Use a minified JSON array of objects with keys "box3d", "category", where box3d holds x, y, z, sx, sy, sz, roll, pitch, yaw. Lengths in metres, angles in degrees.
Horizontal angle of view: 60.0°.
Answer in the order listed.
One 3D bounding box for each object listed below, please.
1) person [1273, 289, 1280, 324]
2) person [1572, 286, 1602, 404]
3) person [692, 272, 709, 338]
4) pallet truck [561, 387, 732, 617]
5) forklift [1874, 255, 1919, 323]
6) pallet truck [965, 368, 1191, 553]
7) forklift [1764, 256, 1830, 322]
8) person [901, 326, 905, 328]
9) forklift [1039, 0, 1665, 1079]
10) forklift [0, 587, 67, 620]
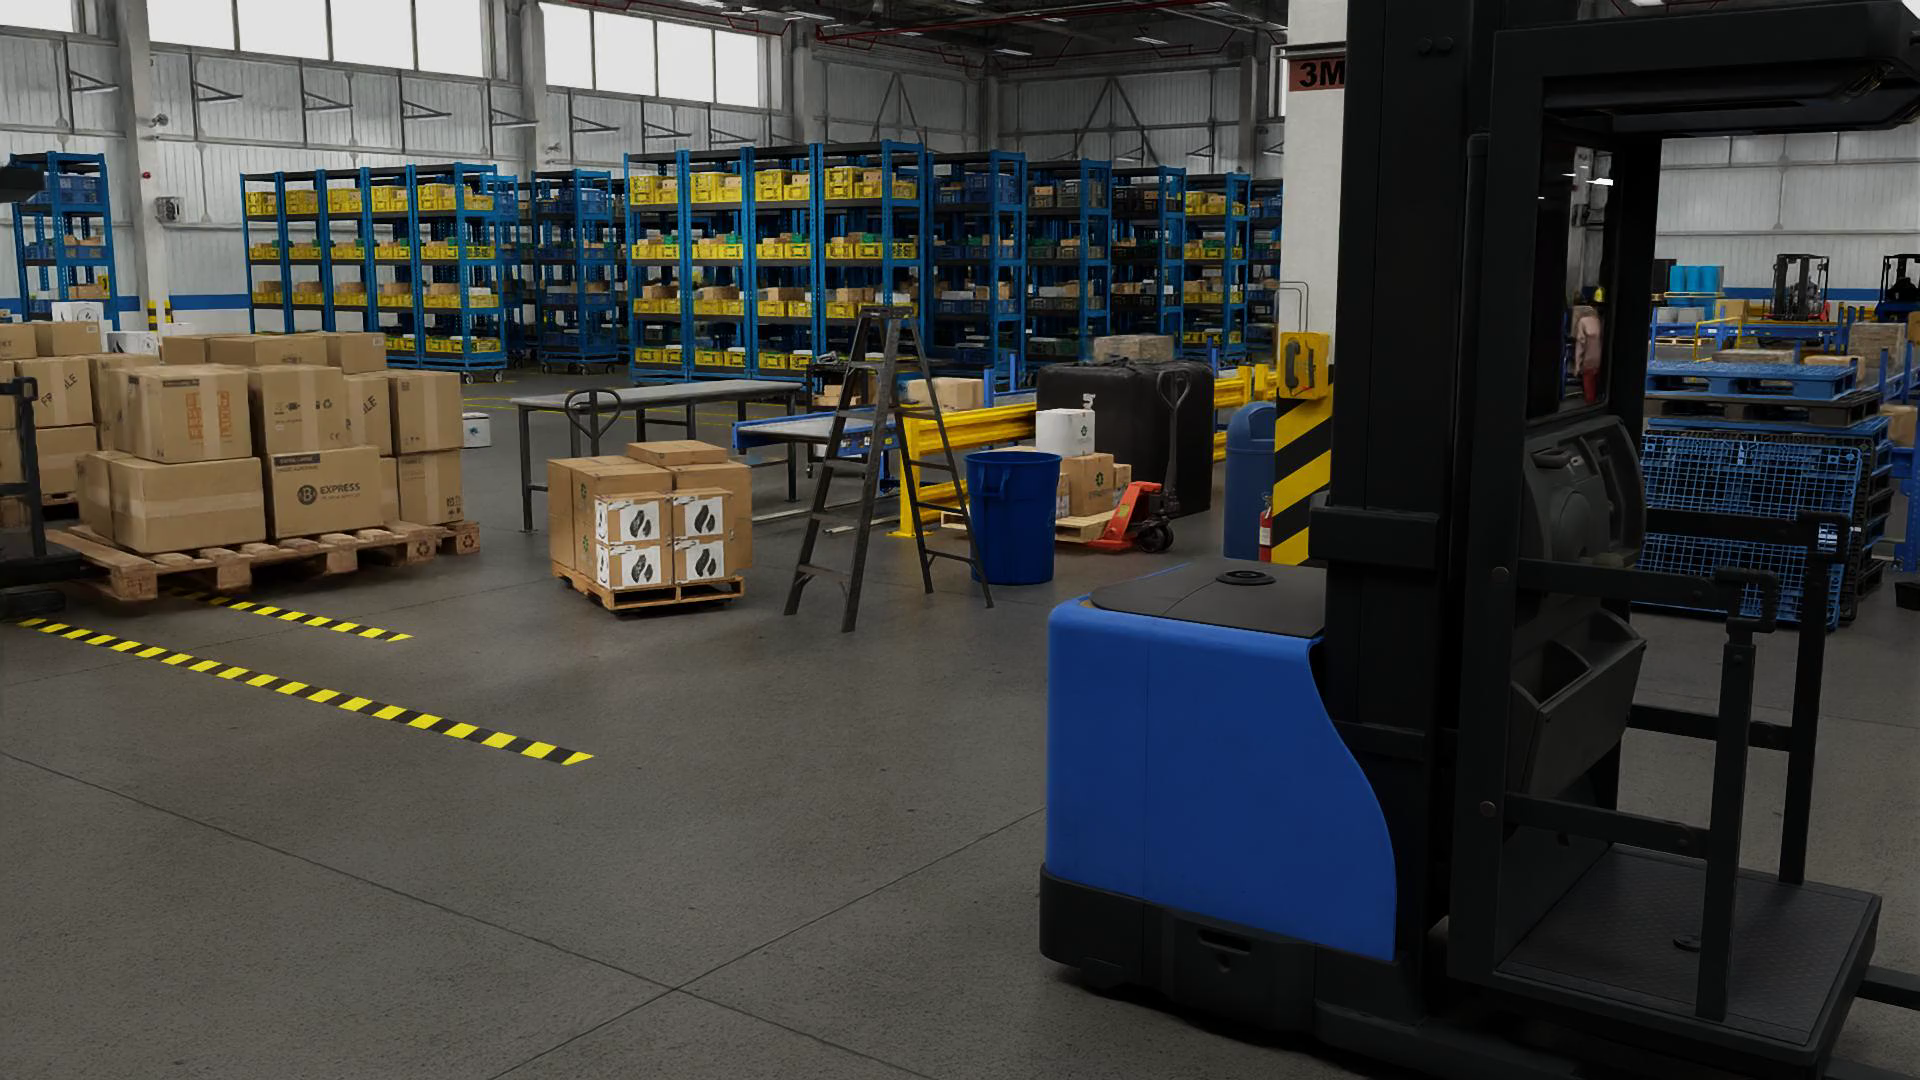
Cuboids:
[{"box3d":[5.141,-3.253,25.698,0.615,1.942,0.407,5,11,30],"category":"person"},{"box3d":[7.679,-2.200,20.066,0.524,1.729,0.866,4,10,24],"category":"person"},{"box3d":[-4.872,-3.981,30.451,0.597,1.810,0.677,7,12,37],"category":"person"},{"box3d":[-1.981,-0.274,10.088,0.680,1.201,1.601,-5,11,-28],"category":"pallet truck"},{"box3d":[22.089,-5.634,38.796,1.157,1.987,2.680,6,11,33],"category":"forklift"},{"box3d":[0.845,-0.609,11.869,1.630,1.274,0.653,7,12,35],"category":"pallet truck"},{"box3d":[20.253,-5.854,40.139,1.157,1.987,2.680,7,12,35],"category":"forklift"},{"box3d":[-1.376,-4.963,36.177,0.570,1.843,0.372,-3,10,-15],"category":"person"},{"box3d":[1.249,-0.137,4.360,1.873,2.768,1.129,7,12,35],"category":"forklift"},{"box3d":[-6.124,-0.906,8.939,1.129,2.768,1.873,9,13,44],"category":"forklift"}]
